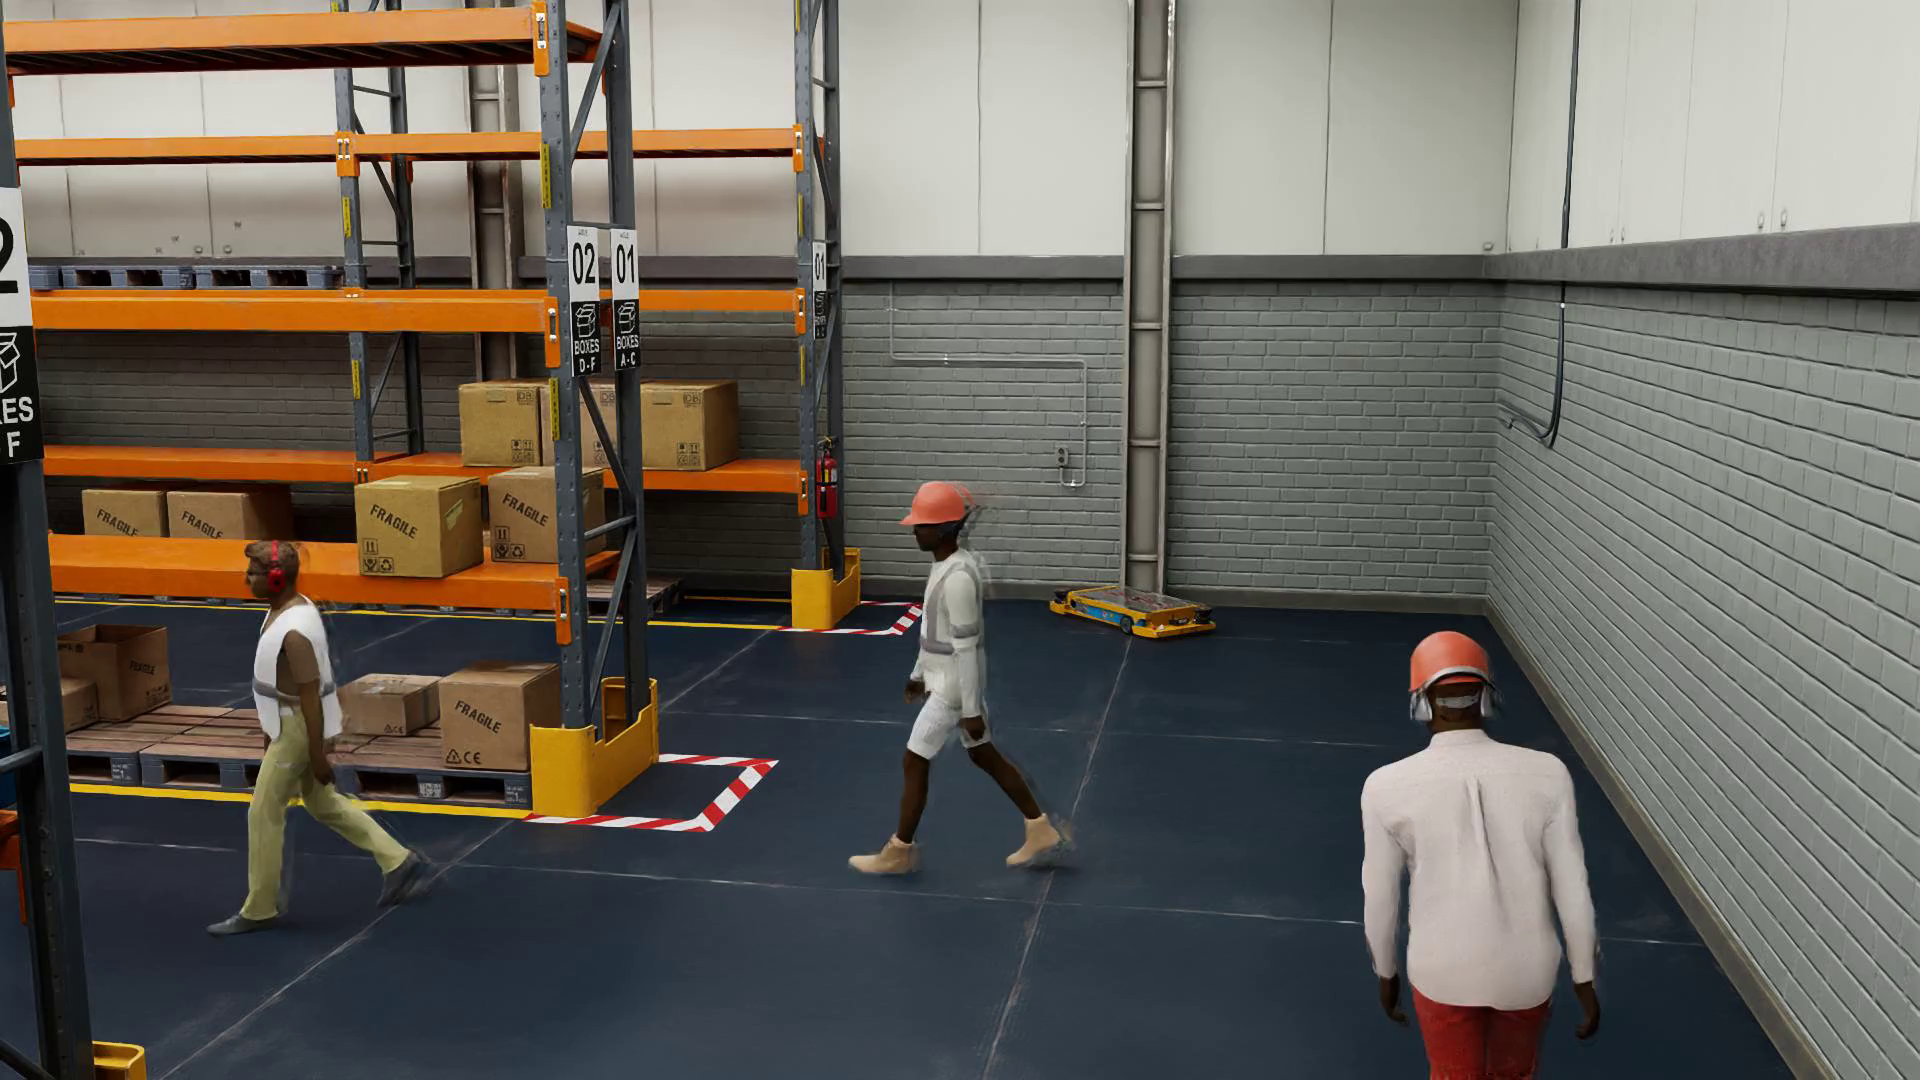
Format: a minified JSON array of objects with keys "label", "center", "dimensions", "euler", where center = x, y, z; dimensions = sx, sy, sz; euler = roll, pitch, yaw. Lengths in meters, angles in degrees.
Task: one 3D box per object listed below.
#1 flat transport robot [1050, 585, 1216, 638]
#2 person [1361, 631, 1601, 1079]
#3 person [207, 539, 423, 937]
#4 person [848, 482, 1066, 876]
[{"label":"flat transport robot","center":[1.450,0.586,14.126],"dimensions":[0.652,0.197,1.431],"euler":[-6,11,-34]},{"label":"person","center":[1.492,1.250,4.842],"dimensions":[0.665,1.937,0.595],"euler":[1,9,4]},{"label":"person","center":[-2.966,0.874,7.591],"dimensions":[0.887,1.813,0.572],"euler":[-3,10,-20]},{"label":"person","center":[0.021,0.694,8.161],"dimensions":[1.070,1.998,0.615],"euler":[0,9,1]}]
